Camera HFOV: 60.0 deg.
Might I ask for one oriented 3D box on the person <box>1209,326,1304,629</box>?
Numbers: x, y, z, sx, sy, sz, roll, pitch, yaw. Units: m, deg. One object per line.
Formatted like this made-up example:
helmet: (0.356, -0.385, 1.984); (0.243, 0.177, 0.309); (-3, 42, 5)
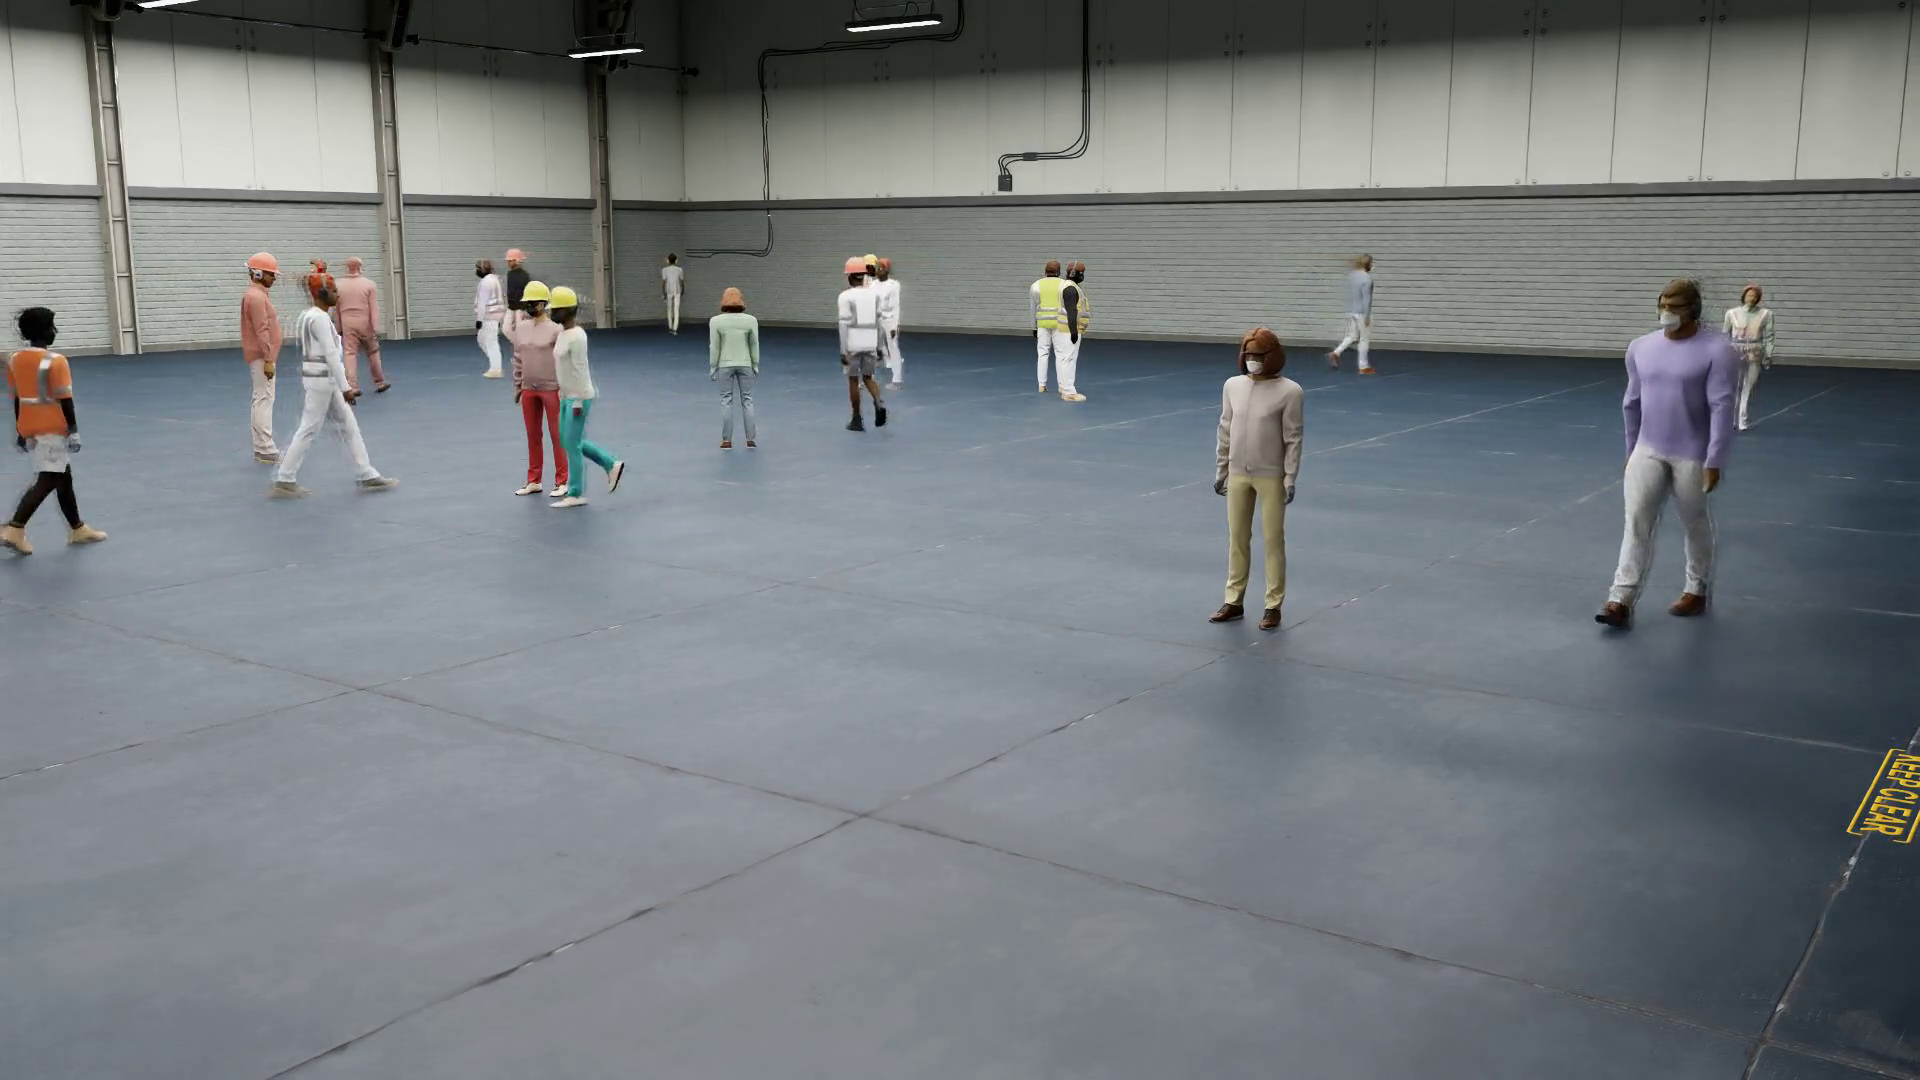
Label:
person: (1.607, -0.336, 9.011); (0.499, 1.633, 0.282); (8, 13, 38)

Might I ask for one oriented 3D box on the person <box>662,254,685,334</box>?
person: (-6.586, -5.652, 38.259); (0.505, 1.818, 0.983); (-1, 10, -8)

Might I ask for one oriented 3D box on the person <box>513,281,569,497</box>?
person: (-3.445, -1.234, 13.673); (0.525, 1.769, 0.308); (4, 11, 20)

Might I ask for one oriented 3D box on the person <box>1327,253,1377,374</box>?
person: (6.280, -3.582, 26.391); (0.698, 1.925, 0.636); (-2, 10, -12)

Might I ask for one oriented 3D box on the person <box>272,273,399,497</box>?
person: (-5.237, -1.276, 13.719); (0.985, 1.840, 0.576); (-3, 11, -18)

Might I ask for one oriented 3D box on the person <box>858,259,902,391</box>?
person: (-1.128, -3.011, 23.370); (0.599, 1.848, 0.918); (9, 13, 41)

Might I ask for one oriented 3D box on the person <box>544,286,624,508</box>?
person: (-2.980, -1.130, 13.172); (0.584, 1.746, 0.524); (-6, 12, -28)

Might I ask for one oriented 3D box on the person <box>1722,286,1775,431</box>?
person: (8.646, -1.979, 18.272); (0.531, 1.599, 0.819); (4, 11, 22)

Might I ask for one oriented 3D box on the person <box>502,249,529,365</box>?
person: (-7.523, -3.937, 28.194); (0.439, 1.979, 0.638); (-10, 14, -43)

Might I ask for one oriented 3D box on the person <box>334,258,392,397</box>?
person: (-8.186, -2.912, 22.771); (0.676, 1.862, 0.966); (1, 10, 3)

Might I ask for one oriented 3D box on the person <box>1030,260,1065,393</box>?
person: (1.294, -2.972, 23.194); (0.627, 1.844, 0.429); (3, 11, 17)

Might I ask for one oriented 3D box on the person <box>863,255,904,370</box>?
person: (-1.379, -3.670, 26.986); (0.935, 1.884, 0.601); (-1, 10, -5)

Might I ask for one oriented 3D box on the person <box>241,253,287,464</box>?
person: (-6.583, -1.718, 15.768); (0.393, 1.985, 0.611); (-6, 12, -28)

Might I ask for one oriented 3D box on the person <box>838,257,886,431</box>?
person: (-1.077, -2.143, 18.304); (0.552, 1.924, 0.539); (-6, 12, -31)

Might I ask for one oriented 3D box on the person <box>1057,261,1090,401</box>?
person: (1.501, -2.757, 22.012); (0.429, 1.838, 0.621); (0, 10, 0)

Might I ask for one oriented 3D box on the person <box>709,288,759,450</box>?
person: (-2.278, -1.727, 16.806); (0.507, 1.631, 0.271); (-3, 11, -17)

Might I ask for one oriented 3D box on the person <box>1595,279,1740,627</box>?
person: (3.868, -0.466, 9.040); (1.012, 1.884, 0.651); (-9, 13, -41)

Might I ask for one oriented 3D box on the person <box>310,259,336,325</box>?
person: (-9.335, -3.203, 24.476); (0.374, 1.843, 0.575); (-6, 12, -31)

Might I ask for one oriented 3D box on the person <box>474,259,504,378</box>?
person: (-7.312, -3.421, 25.768); (0.462, 1.827, 0.645); (-1, 10, -6)

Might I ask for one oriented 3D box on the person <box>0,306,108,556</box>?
person: (-6.184, -0.739, 11.186); (0.532, 1.669, 0.819); (5, 11, 28)
